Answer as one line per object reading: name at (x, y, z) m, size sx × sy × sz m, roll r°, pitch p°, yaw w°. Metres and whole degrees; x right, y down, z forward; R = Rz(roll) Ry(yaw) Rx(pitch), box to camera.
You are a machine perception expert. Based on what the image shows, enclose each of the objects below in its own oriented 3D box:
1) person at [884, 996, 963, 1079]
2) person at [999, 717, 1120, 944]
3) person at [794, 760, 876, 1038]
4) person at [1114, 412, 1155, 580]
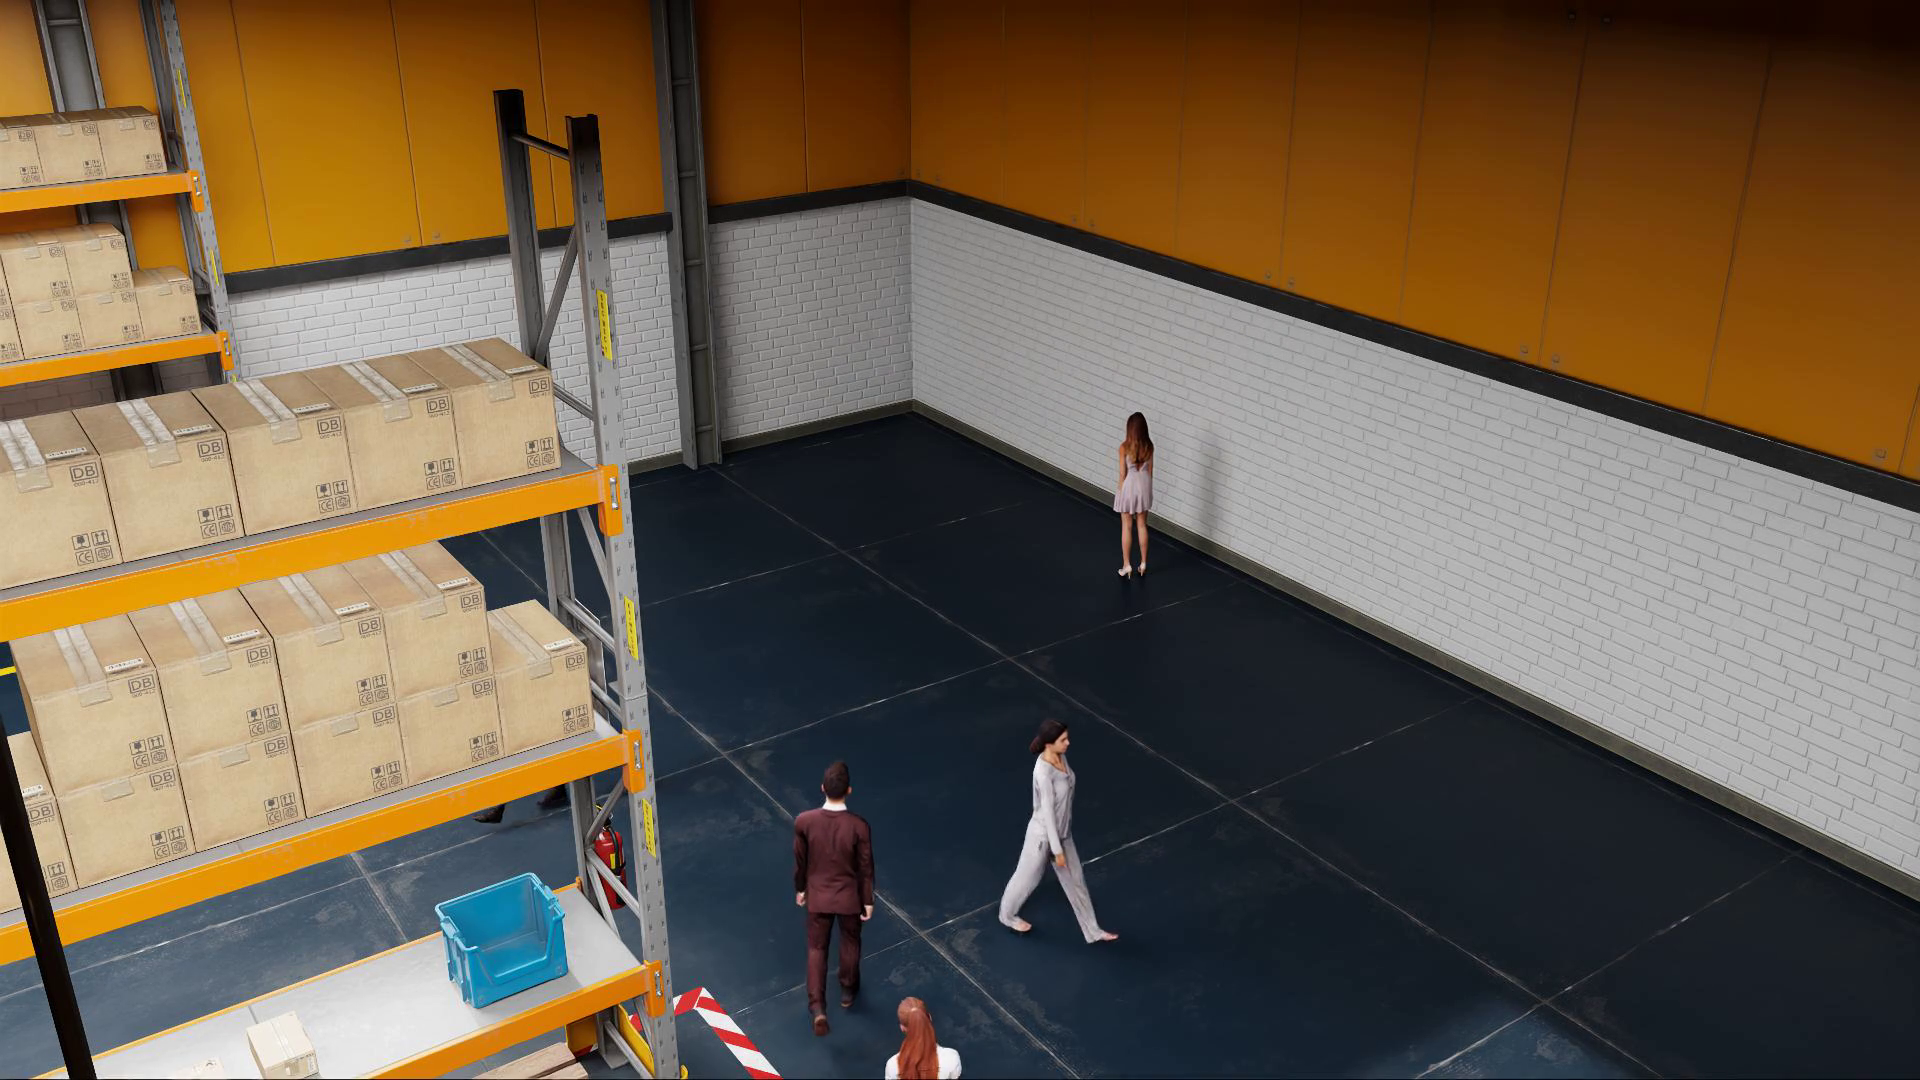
person at (-0.175, 3.222, 8.633) m, size 1.005 × 1.689 × 0.981 m, roll 3°, pitch 24°, yaw 7°
person at (0.522, 2.007, 11.373) m, size 1.064 × 1.722 × 1.132 m, roll 10°, pitch 25°, yaw 21°
person at (-0.815, 2.298, 10.555) m, size 1.093 × 1.844 × 1.108 m, roll 2°, pitch 24°, yaw 4°
person at (1.781, -0.452, 16.938) m, size 0.618 × 1.769 × 0.707 m, roll -6°, pitch 24°, yaw -13°
